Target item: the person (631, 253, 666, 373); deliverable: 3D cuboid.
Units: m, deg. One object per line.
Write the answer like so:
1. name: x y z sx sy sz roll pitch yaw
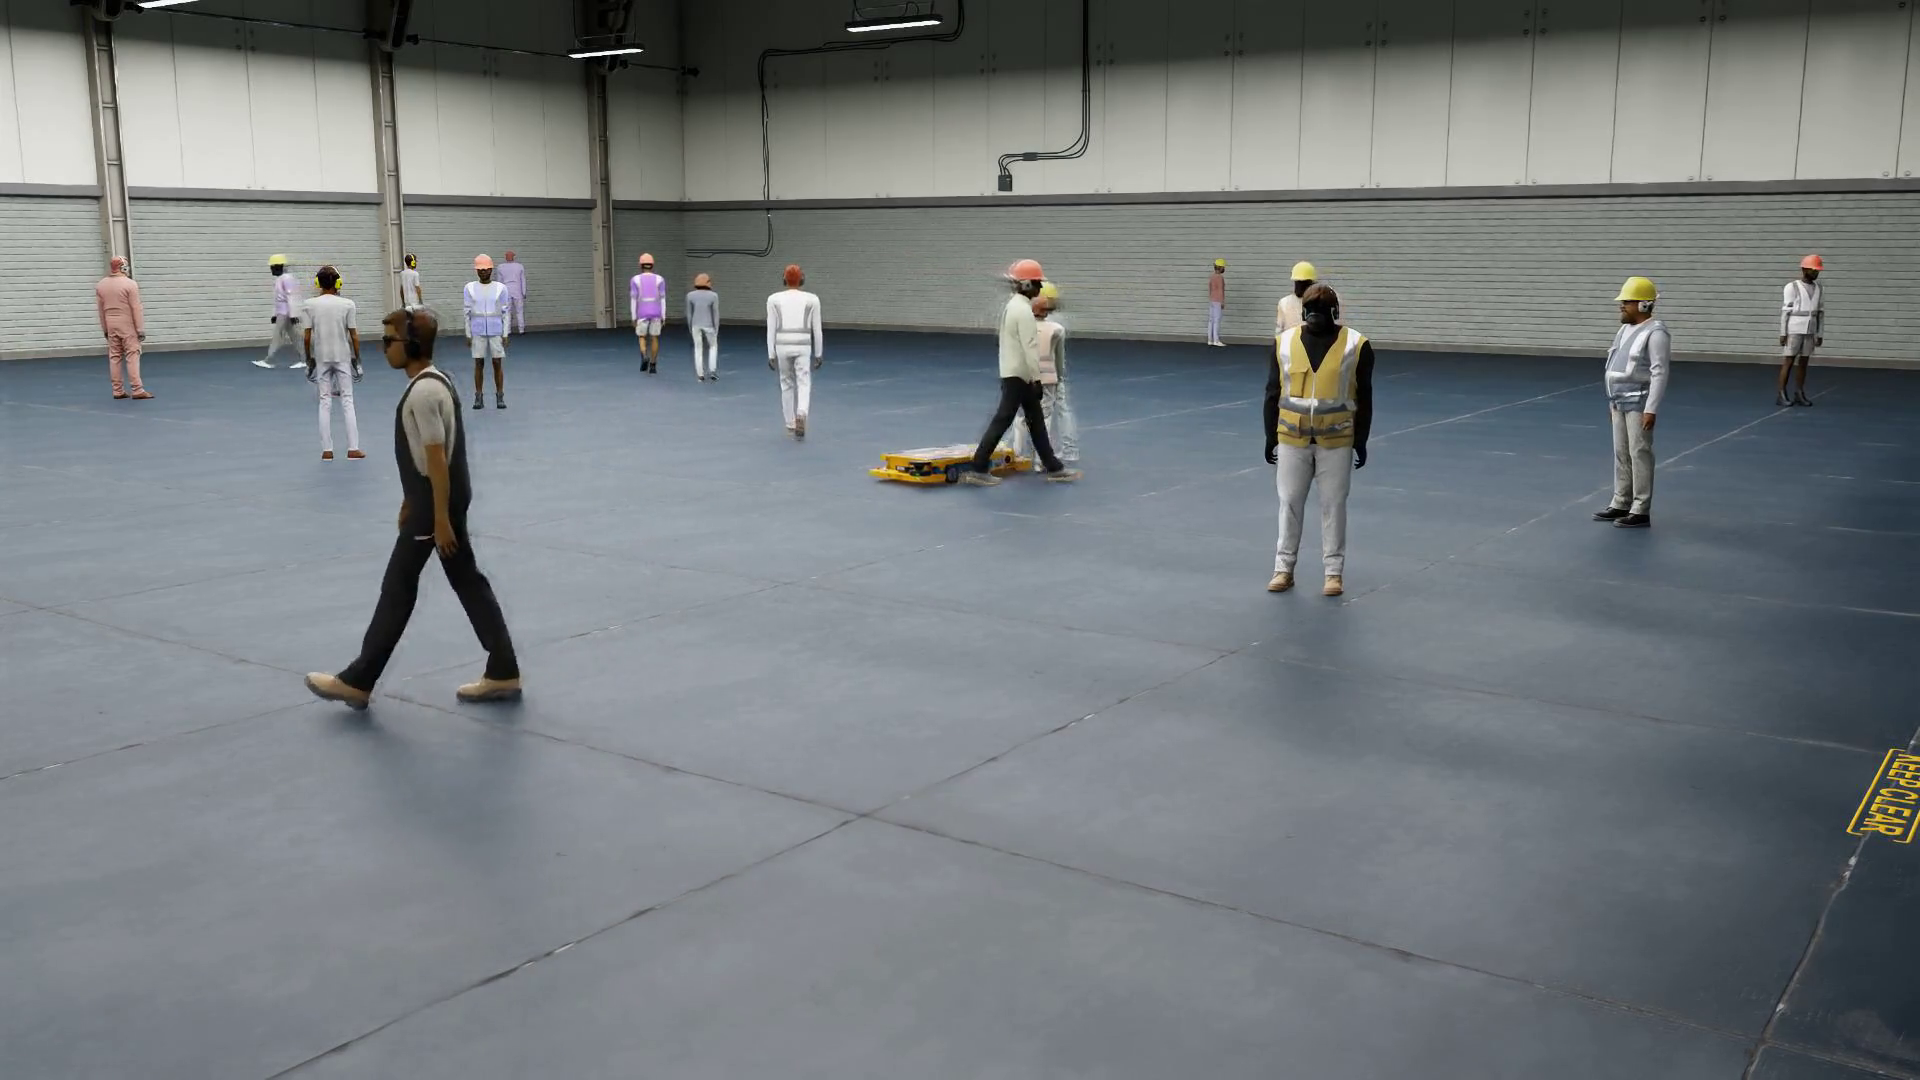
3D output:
1. person: -4.972 -3.613 26.581 0.551 1.920 0.451 -2 10 -14

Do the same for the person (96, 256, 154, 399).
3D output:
1. person: -11.148 -2.827 22.196 0.639 1.911 0.402 3 11 16

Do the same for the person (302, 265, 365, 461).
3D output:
1. person: -6.007 -1.690 15.939 0.526 1.869 0.315 -2 10 -10

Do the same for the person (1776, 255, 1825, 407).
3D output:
1. person: 10.759 -2.661 21.214 0.559 1.930 0.388 -2 10 -9

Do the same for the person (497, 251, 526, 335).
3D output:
1. person: -10.138 -5.586 37.651 0.636 1.910 0.406 -2 10 -13

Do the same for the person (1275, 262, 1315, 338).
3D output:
1. person: 3.529 -1.903 17.067 0.595 1.900 0.887 8 13 39

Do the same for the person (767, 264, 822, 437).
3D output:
1. person: -1.763 -1.997 17.705 0.587 1.862 0.787 -1 10 -4

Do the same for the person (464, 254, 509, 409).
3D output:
1. person: -5.948 -2.614 20.923 0.545 1.938 0.359 -3 10 -14

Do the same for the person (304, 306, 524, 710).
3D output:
1. person: -2.439 -0.134 7.421 0.952 1.792 0.536 -2 10 -10

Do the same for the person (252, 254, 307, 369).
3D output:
1. person: -11.268 -3.754 27.447 0.965 1.875 0.608 -6 12 -30

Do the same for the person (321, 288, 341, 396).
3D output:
1. person: -8.501 -2.739 22.506 0.504 1.621 0.405 4 11 21

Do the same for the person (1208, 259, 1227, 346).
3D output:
1. person: 5.220 -4.799 33.665 0.327 1.760 0.523 -3 11 -16

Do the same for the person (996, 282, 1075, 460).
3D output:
1. person: 0.757 -1.625 16.054 0.893 1.700 0.493 8 13 39

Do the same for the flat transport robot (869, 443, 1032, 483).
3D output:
1. flat transport robot: -0.072 -0.696 14.846 0.652 0.197 1.431 10 14 43

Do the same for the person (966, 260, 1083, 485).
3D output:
1. person: 0.524 -1.426 14.276 1.042 1.941 0.651 -1 10 -6

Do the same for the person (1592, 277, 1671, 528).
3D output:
1. person: 4.935 -1.007 12.213 0.404 1.830 0.600 -1 10 -6

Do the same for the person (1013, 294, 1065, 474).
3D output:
1. person: 0.690 -1.423 15.145 0.516 1.616 0.604 0 10 -2

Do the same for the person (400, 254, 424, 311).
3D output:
1. person: -10.433 -4.508 31.718 0.531 1.870 0.317 6 12 28

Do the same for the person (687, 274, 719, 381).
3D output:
1. person: -3.874 -3.215 25.179 0.514 1.615 0.496 1 10 5

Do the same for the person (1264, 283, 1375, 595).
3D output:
1. person: 2.106 -0.590 9.853 0.634 1.841 0.429 4 11 20
